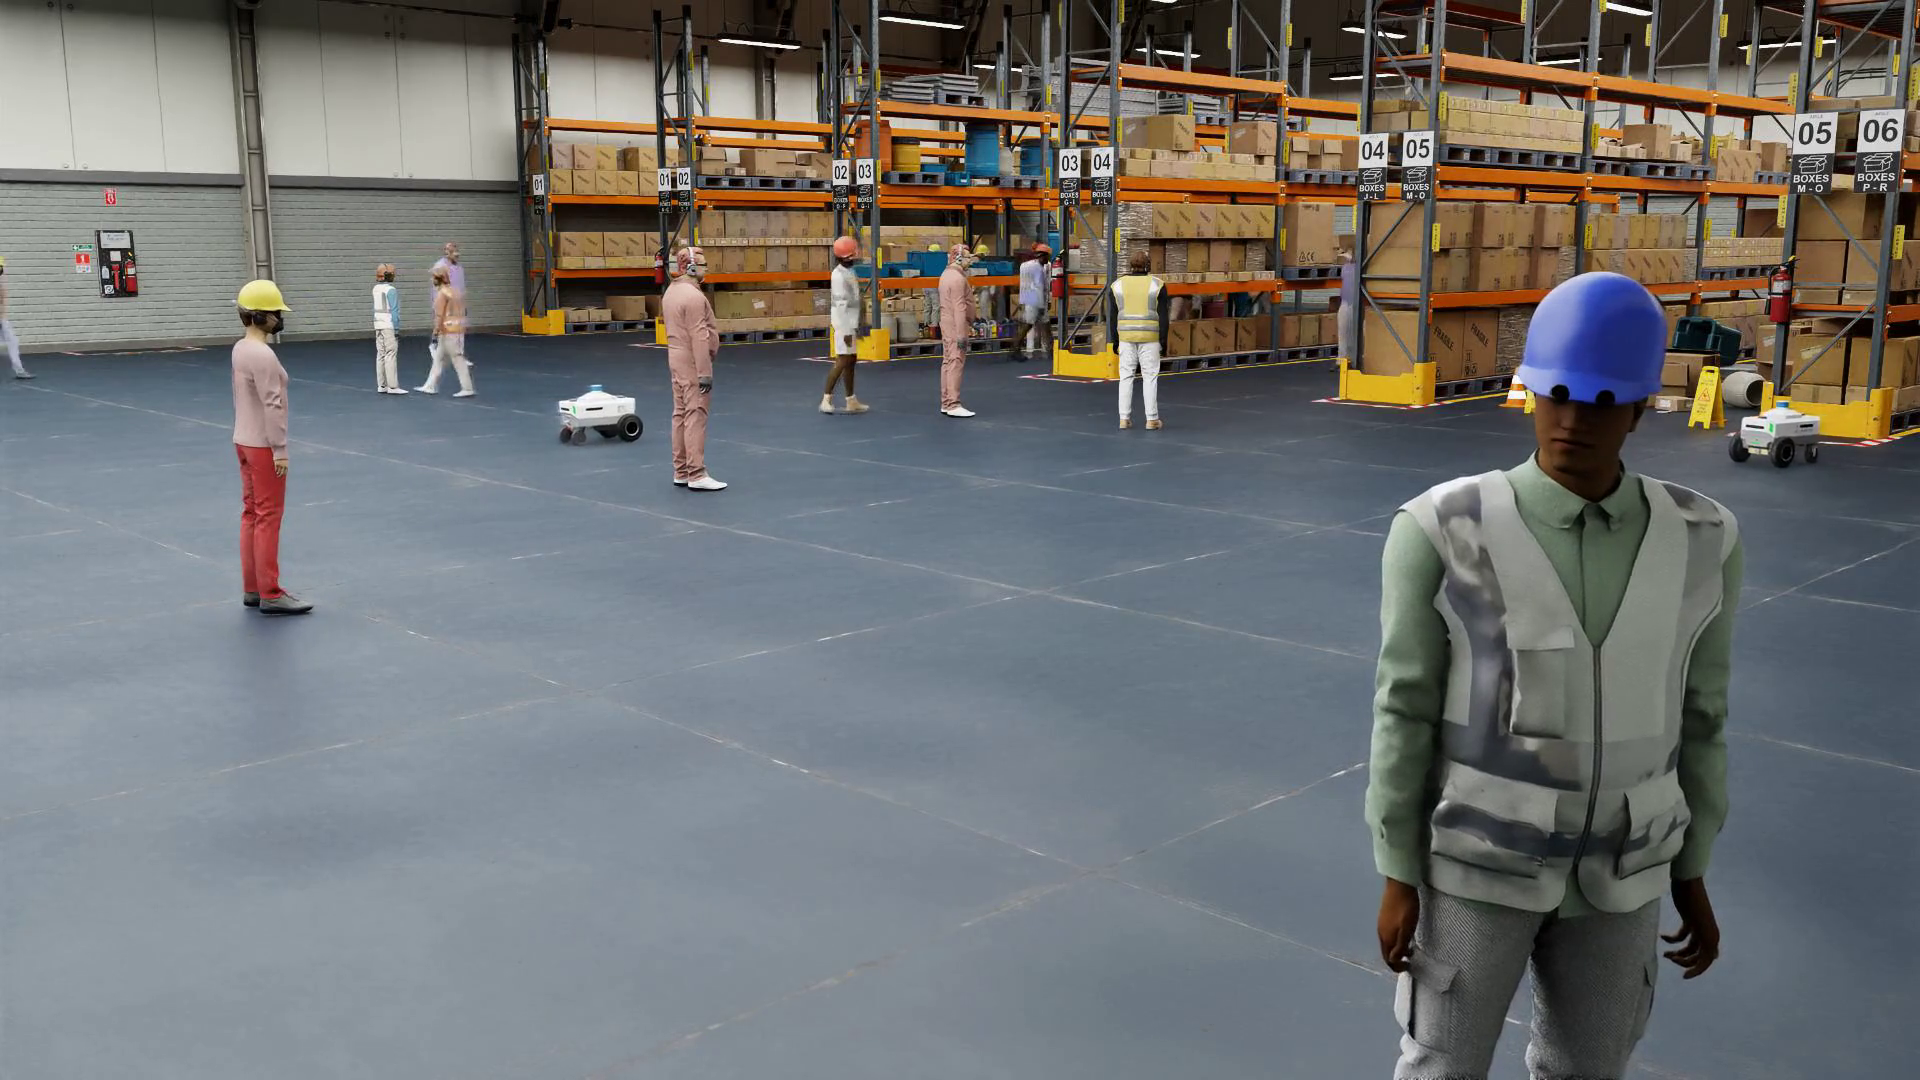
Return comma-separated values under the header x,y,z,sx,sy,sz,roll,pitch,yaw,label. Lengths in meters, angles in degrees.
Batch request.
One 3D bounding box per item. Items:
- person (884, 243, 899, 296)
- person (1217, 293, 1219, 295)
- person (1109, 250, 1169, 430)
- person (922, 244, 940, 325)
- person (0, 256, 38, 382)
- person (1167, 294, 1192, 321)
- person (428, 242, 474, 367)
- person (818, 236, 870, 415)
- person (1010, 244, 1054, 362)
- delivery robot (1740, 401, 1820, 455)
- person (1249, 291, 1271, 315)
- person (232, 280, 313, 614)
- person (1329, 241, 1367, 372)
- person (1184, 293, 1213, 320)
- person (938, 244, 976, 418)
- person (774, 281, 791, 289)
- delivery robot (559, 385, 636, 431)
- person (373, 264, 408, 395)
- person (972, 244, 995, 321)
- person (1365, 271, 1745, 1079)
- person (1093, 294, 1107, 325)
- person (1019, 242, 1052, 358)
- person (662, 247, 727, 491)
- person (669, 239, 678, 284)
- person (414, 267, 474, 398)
x,y,z,sx,sy,sz,roll,pitch,yaw,label
-1.496,-5.550,36.257,0.404,1.833,0.590,-7,12,-32,person
6.480,-6.938,43.486,0.659,1.946,0.980,-8,13,-36,person
1.869,-2.078,17.306,0.625,1.844,0.429,4,11,19,person
-0.511,-4.855,32.486,0.403,1.826,0.588,-9,14,-41,person
-13.176,-3.058,22.909,0.545,1.736,0.777,9,14,40,person
3.678,-4.155,28.438,0.985,1.935,0.644,-3,11,-17,person
-7.838,-3.609,25.529,0.564,1.893,0.659,2,11,12,person
-1.320,-2.384,18.590,0.471,1.989,0.755,1,10,6,person
1.260,-3.762,26.459,1.015,1.856,0.584,2,11,10,person
7.283,-0.994,14.761,0.707,0.478,0.477,-6,12,-28,delivery robot
5.369,-4.333,29.394,0.624,1.910,0.463,8,13,39,person
-3.699,-0.498,8.897,0.326,1.767,0.533,-8,13,-38,person
5.858,-3.444,24.540,0.831,1.919,0.632,-7,12,-32,person
4.499,-4.628,31.036,0.915,1.896,0.576,-8,13,-38,person
-0.018,-2.331,18.505,0.403,1.905,0.651,-3,11,-13,person
-3.873,-5.546,35.990,0.577,1.923,0.533,10,15,44,person
-3.554,-1.277,16.305,0.707,0.478,0.477,-8,13,-39,delivery robot
-7.239,-2.662,21.035,0.518,1.639,0.312,10,14,44,person
0.447,-5.094,33.849,0.485,1.830,0.602,-7,12,-32,person
0.974,0.537,2.762,0.605,1.944,0.402,0,10,-3,person
2.999,-5.207,34.314,0.528,1.862,0.336,6,12,30,person
1.242,-3.930,27.279,0.572,1.887,0.356,-3,11,-18,person
-2.105,-1.355,13.185,0.409,1.907,0.651,-6,12,-29,person
-5.548,-4.884,32.370,0.662,1.925,0.430,6,12,30,person
-6.421,-2.553,20.516,0.822,1.597,0.527,-2,11,-8,person
